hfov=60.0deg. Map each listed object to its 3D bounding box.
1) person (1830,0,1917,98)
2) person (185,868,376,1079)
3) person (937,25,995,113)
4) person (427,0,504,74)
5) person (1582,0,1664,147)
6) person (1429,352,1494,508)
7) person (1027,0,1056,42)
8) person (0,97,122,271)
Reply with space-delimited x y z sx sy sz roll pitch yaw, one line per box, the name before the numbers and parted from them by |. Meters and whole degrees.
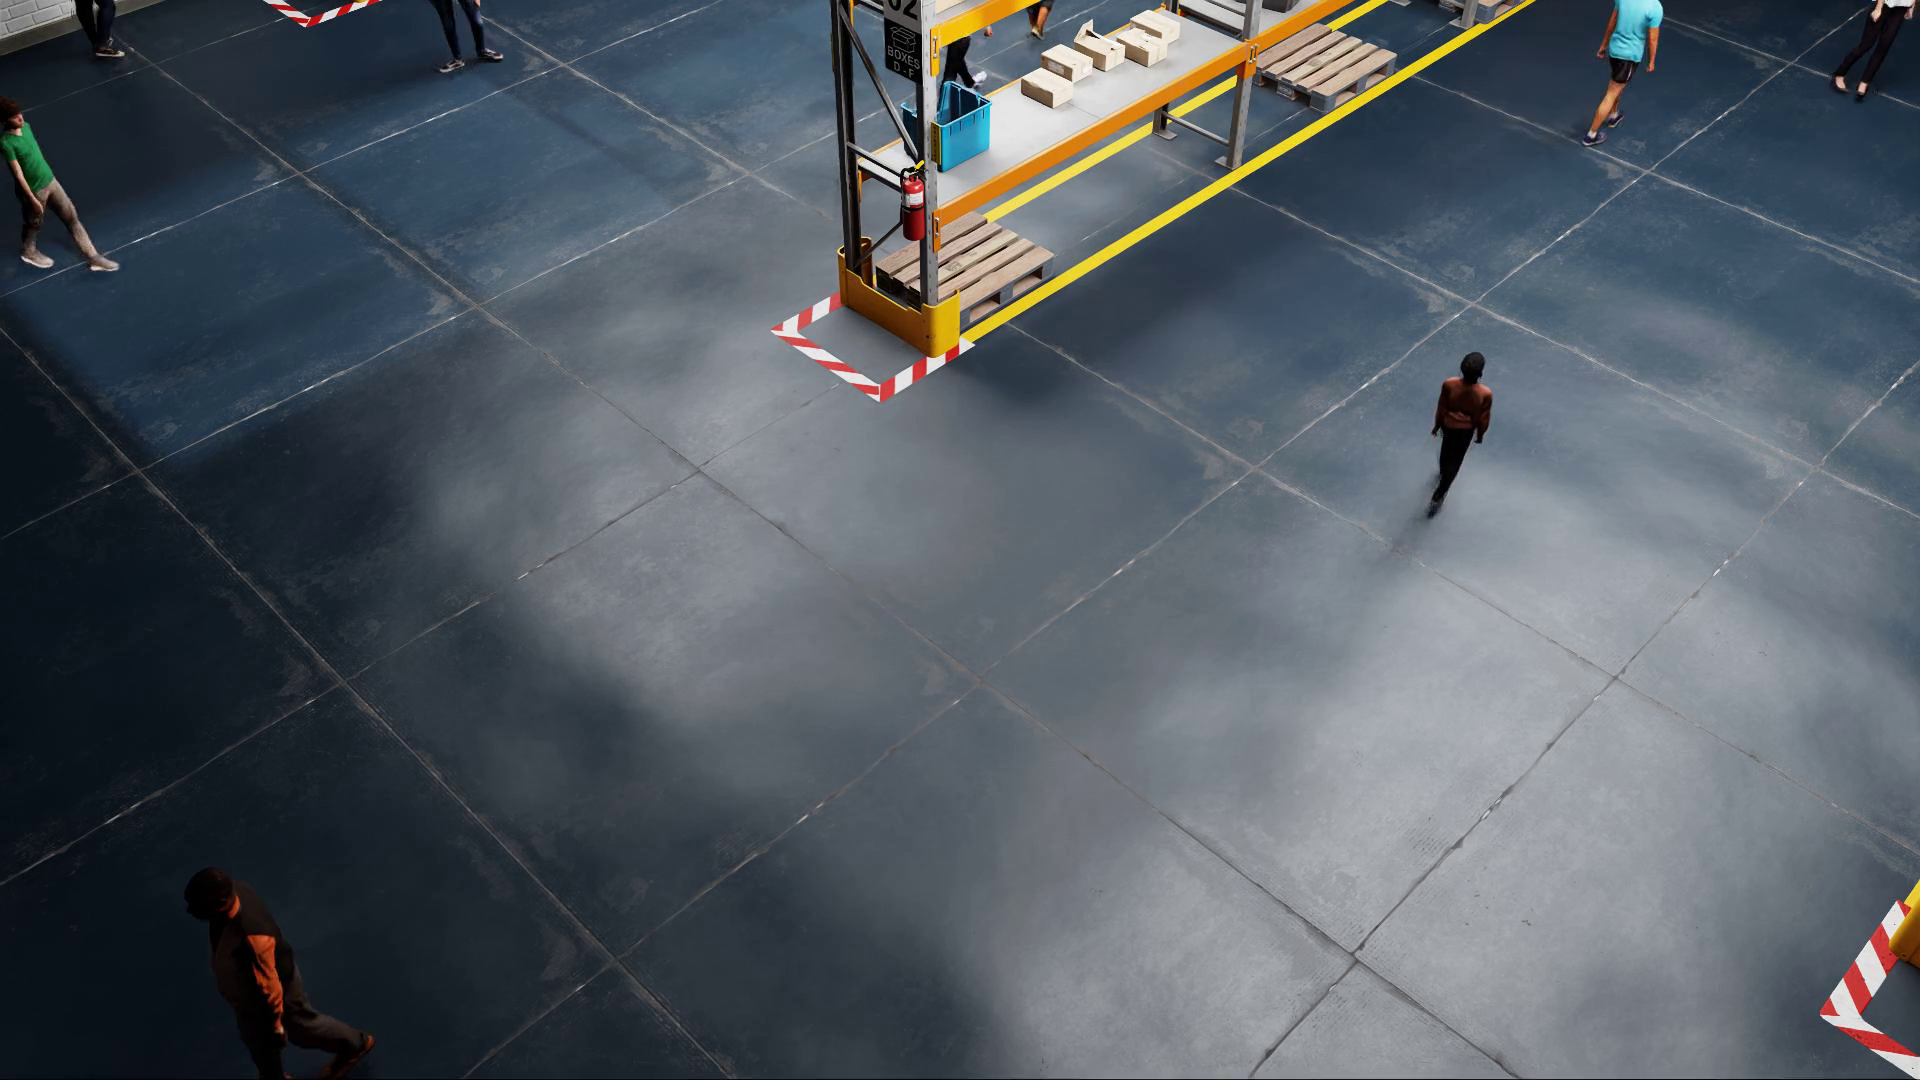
person | 9.022 -5.159 16.164 0.727 1.751 0.828 -5 44 -5
person | -3.398 2.197 8.339 1.002 1.892 0.745 -31 51 -28
person | -0.097 -4.819 15.714 0.747 1.880 1.150 30 51 28
person | -5.106 -5.494 16.567 0.792 1.680 0.948 0 44 0
person | 6.108 -4.474 15.445 0.973 1.749 0.743 -25 49 -24
person | 3.564 -0.789 11.947 0.691 1.240 0.956 22 48 21
person | 0.799 -5.878 17.137 0.725 1.448 0.798 14 45 14
person | -7.819 -2.941 13.938 1.064 1.609 1.136 7 44 8
